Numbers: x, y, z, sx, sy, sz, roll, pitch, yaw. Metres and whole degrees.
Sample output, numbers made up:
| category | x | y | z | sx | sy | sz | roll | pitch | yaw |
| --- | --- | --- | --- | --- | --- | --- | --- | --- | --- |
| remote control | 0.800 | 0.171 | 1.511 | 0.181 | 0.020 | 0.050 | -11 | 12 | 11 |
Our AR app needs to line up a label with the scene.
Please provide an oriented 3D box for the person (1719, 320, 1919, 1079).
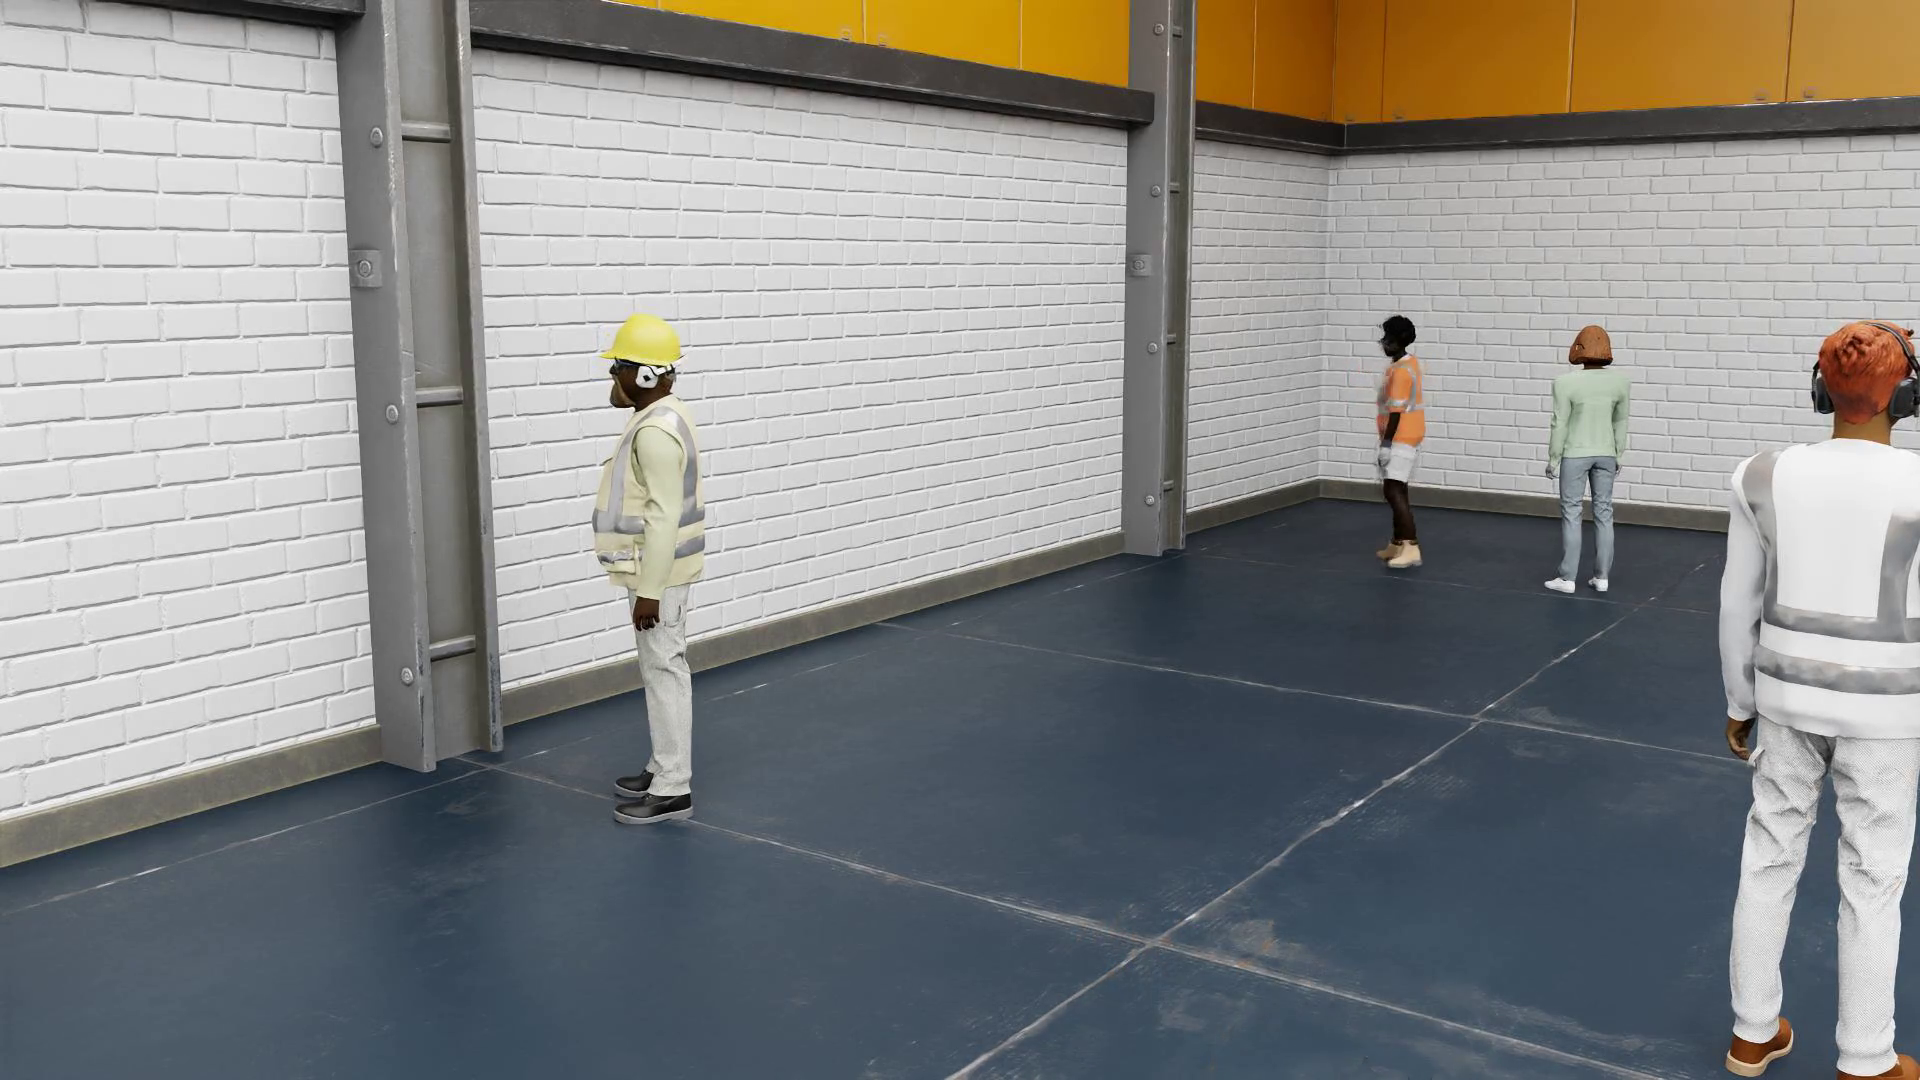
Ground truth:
| category | x | y | z | sx | sy | sz | roll | pitch | yaw |
| --- | --- | --- | --- | --- | --- | --- | --- | --- | --- |
| person | 2.116 | 0.422 | 3.994 | 0.356 | 1.885 | 0.574 | -8 | 13 | -41 |

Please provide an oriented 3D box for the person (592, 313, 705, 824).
| category | x | y | z | sx | sy | sz | roll | pitch | yaw |
| --- | --- | --- | --- | --- | --- | --- | --- | --- | --- |
| person | -1.125 | 0.101 | 6.043 | 0.403 | 1.837 | 0.590 | -2 | 10 | -9 |

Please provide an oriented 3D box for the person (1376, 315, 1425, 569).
| category | x | y | z | sx | sy | sz | roll | pitch | yaw |
| --- | --- | --- | --- | --- | --- | --- | --- | --- | --- |
| person | 2.917 | -0.643 | 10.984 | 0.360 | 1.673 | 0.614 | 4 | 10 | 22 |

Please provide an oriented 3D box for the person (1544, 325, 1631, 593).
| category | x | y | z | sx | sy | sz | roll | pitch | yaw |
| --- | --- | --- | --- | --- | --- | --- | --- | --- | --- |
| person | 3.824 | -0.488 | 10.157 | 0.500 | 1.633 | 0.284 | -2 | 10 | -9 |
